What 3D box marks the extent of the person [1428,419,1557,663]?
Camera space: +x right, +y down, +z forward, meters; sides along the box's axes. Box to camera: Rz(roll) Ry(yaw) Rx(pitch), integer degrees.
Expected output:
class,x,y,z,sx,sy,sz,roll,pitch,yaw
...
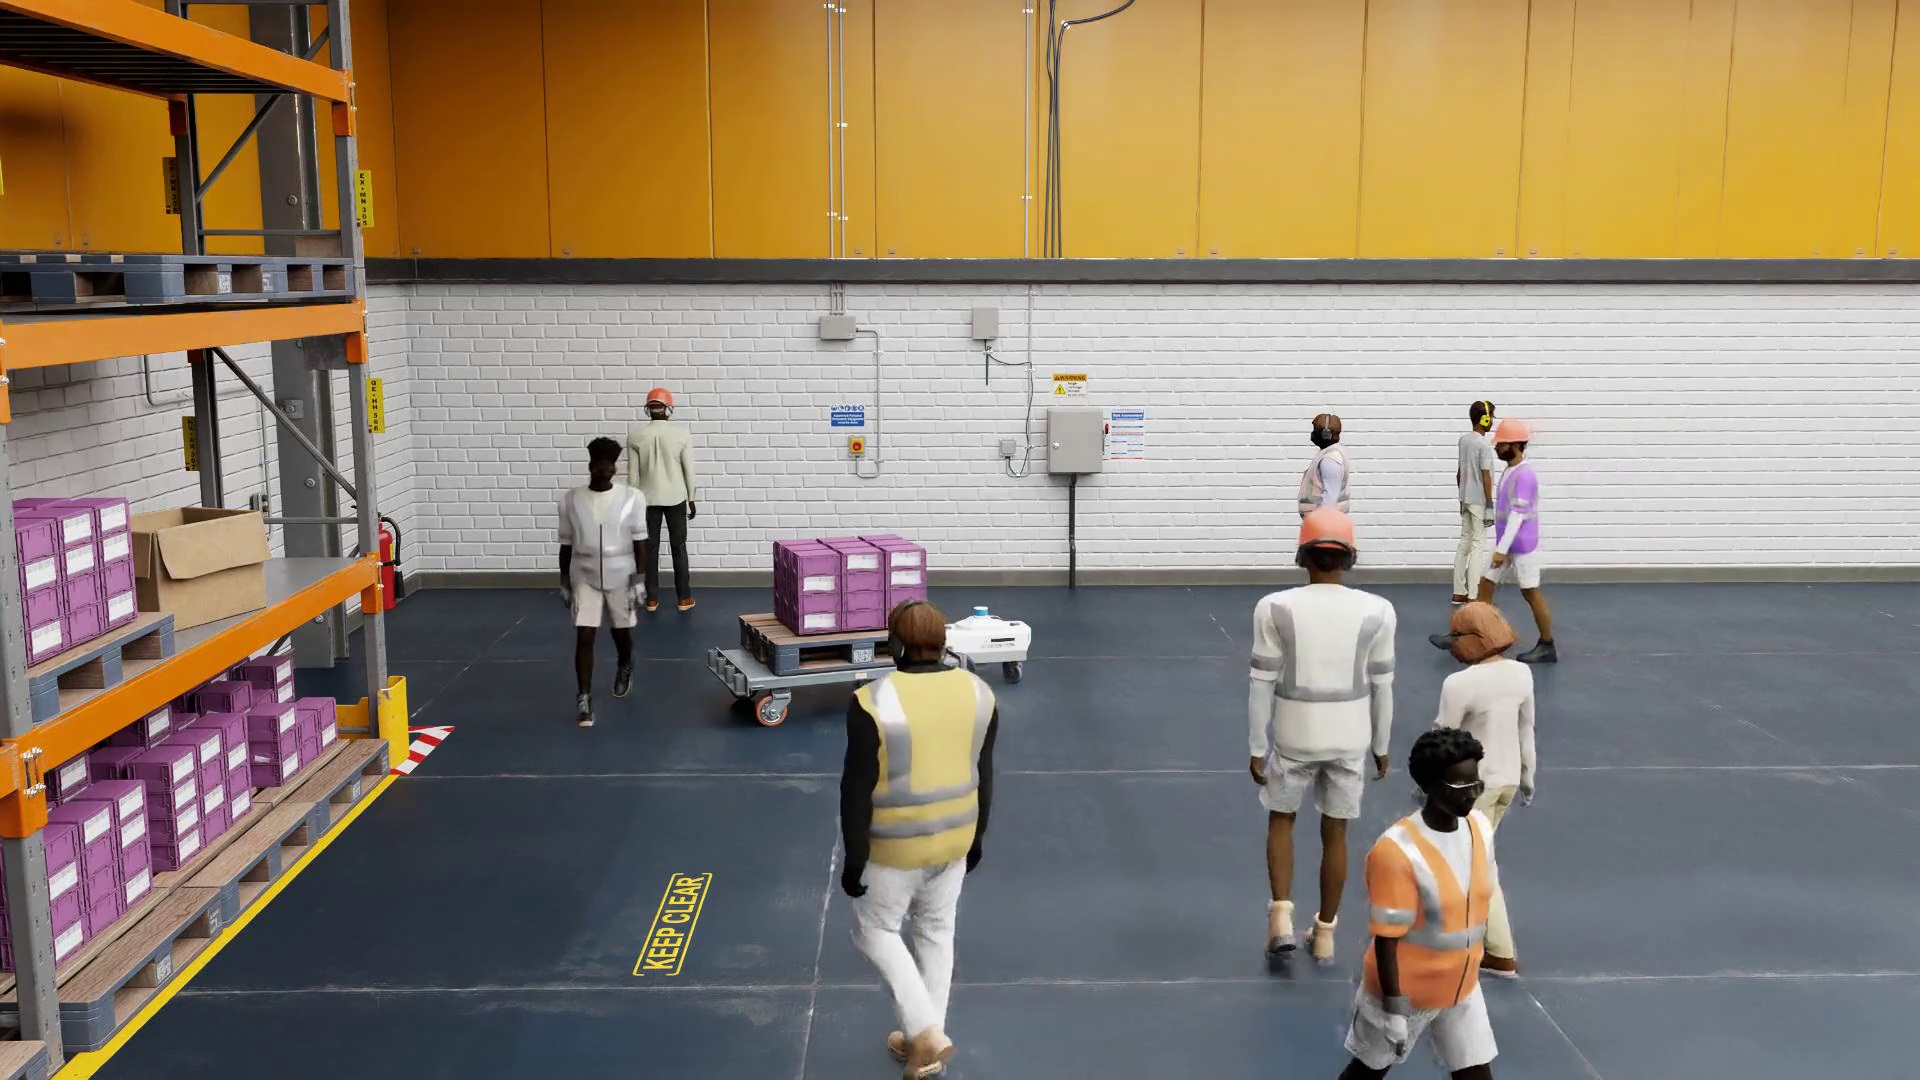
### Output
class,x,y,z,sx,sy,sz,roll,pitch,yaw
person,4.168,0.019,12.778,0.985,1.883,0.547,0,9,-2

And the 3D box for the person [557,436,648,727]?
class,x,y,z,sx,sy,sz,roll,pitch,yaw
person,-2.421,0.239,11.318,0.621,1.936,0.836,-1,9,-9

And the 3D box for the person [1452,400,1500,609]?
class,x,y,z,sx,sy,sz,roll,pitch,yaw
person,4.640,-0.317,14.905,0.328,1.868,0.509,-2,10,-14

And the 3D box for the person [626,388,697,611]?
class,x,y,z,sx,sy,sz,roll,pitch,yaw
person,-2.638,-0.356,14.781,0.608,1.985,0.396,0,9,-2

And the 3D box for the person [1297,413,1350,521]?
class,x,y,z,sx,sy,sz,roll,pitch,yaw
person,3.028,-0.137,13.876,0.429,1.844,0.621,2,10,13

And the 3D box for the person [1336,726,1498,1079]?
class,x,y,z,sx,sy,sz,roll,pitch,yaw
person,1.457,1.377,5.178,0.548,1.646,0.887,-6,11,-32

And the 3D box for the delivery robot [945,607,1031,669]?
class,x,y,z,sx,sy,sz,roll,pitch,yaw
delivery robot,0.155,0.732,12.193,0.707,0.478,0.477,-2,9,-13

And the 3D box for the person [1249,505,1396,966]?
class,x,y,z,sx,sy,sz,roll,pitch,yaw
person,1.556,0.862,7.194,0.622,2.025,0.473,1,9,7

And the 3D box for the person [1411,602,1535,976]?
class,x,y,z,sx,sy,sz,roll,pitch,yaw
person,2.275,1.065,7.208,0.538,1.609,0.518,-5,11,-30

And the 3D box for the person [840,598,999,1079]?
class,x,y,z,sx,sy,sz,roll,pitch,yaw
person,-0.136,1.127,6.155,0.653,1.829,0.509,-6,11,-33
